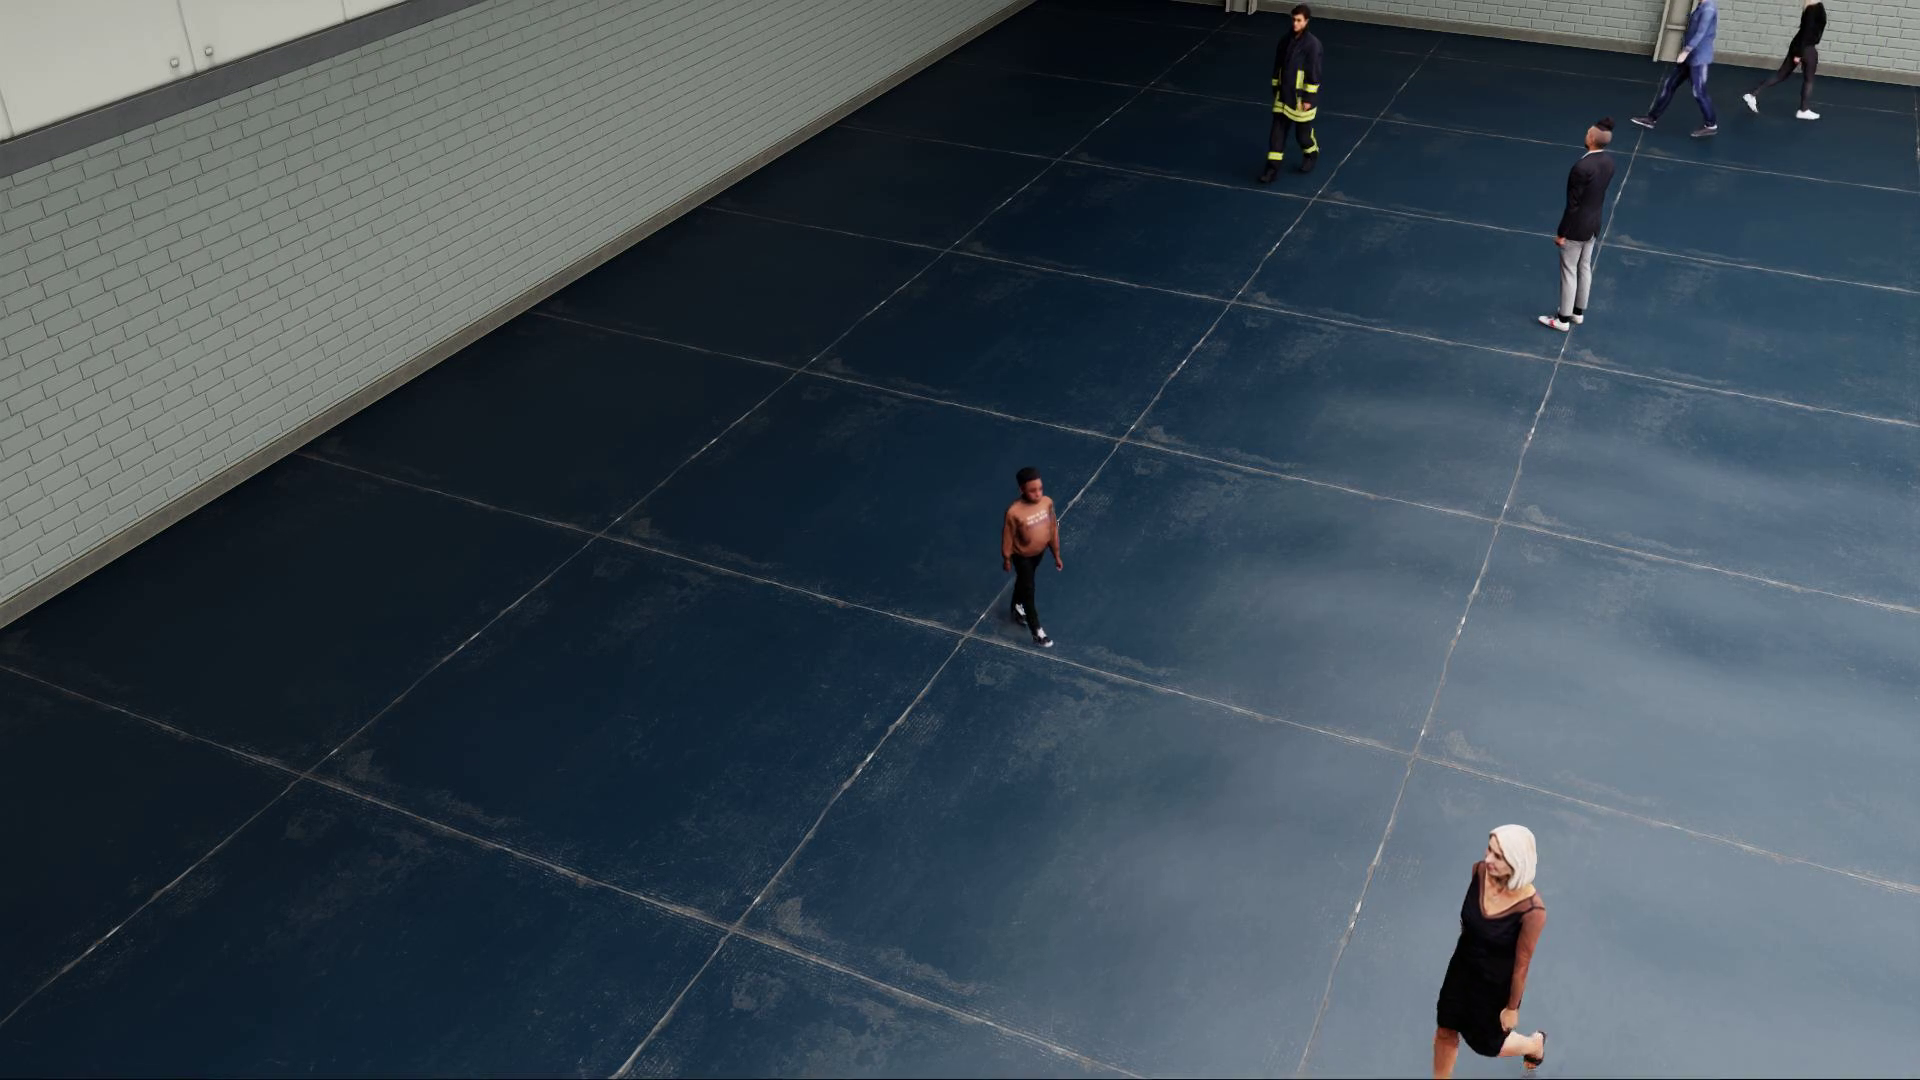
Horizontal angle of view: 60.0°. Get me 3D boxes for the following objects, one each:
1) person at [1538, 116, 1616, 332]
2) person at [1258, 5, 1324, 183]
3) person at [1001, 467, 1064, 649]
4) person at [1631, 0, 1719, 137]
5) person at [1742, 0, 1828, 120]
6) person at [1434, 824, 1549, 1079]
[{"bbox_3d":[5.569,-2.834,14.881,0.797,1.949,0.771,-22,38,-31],"label":"person"},{"bbox_3d":[3.720,-4.877,18.171,1.221,1.894,1.070,24,40,33],"label":"person"},{"bbox_3d":[0.420,0.044,10.992,0.767,1.230,0.891,-20,37,-28],"label":"person"},{"bbox_3d":[8.647,-5.560,19.366,1.265,1.774,0.914,6,33,10],"label":"person"},{"bbox_3d":[10.009,-5.870,19.978,1.200,1.646,0.776,7,33,10],"label":"person"},{"bbox_3d":[2.442,1.961,7.490,1.017,1.725,0.988,-13,35,-20],"label":"person"}]
